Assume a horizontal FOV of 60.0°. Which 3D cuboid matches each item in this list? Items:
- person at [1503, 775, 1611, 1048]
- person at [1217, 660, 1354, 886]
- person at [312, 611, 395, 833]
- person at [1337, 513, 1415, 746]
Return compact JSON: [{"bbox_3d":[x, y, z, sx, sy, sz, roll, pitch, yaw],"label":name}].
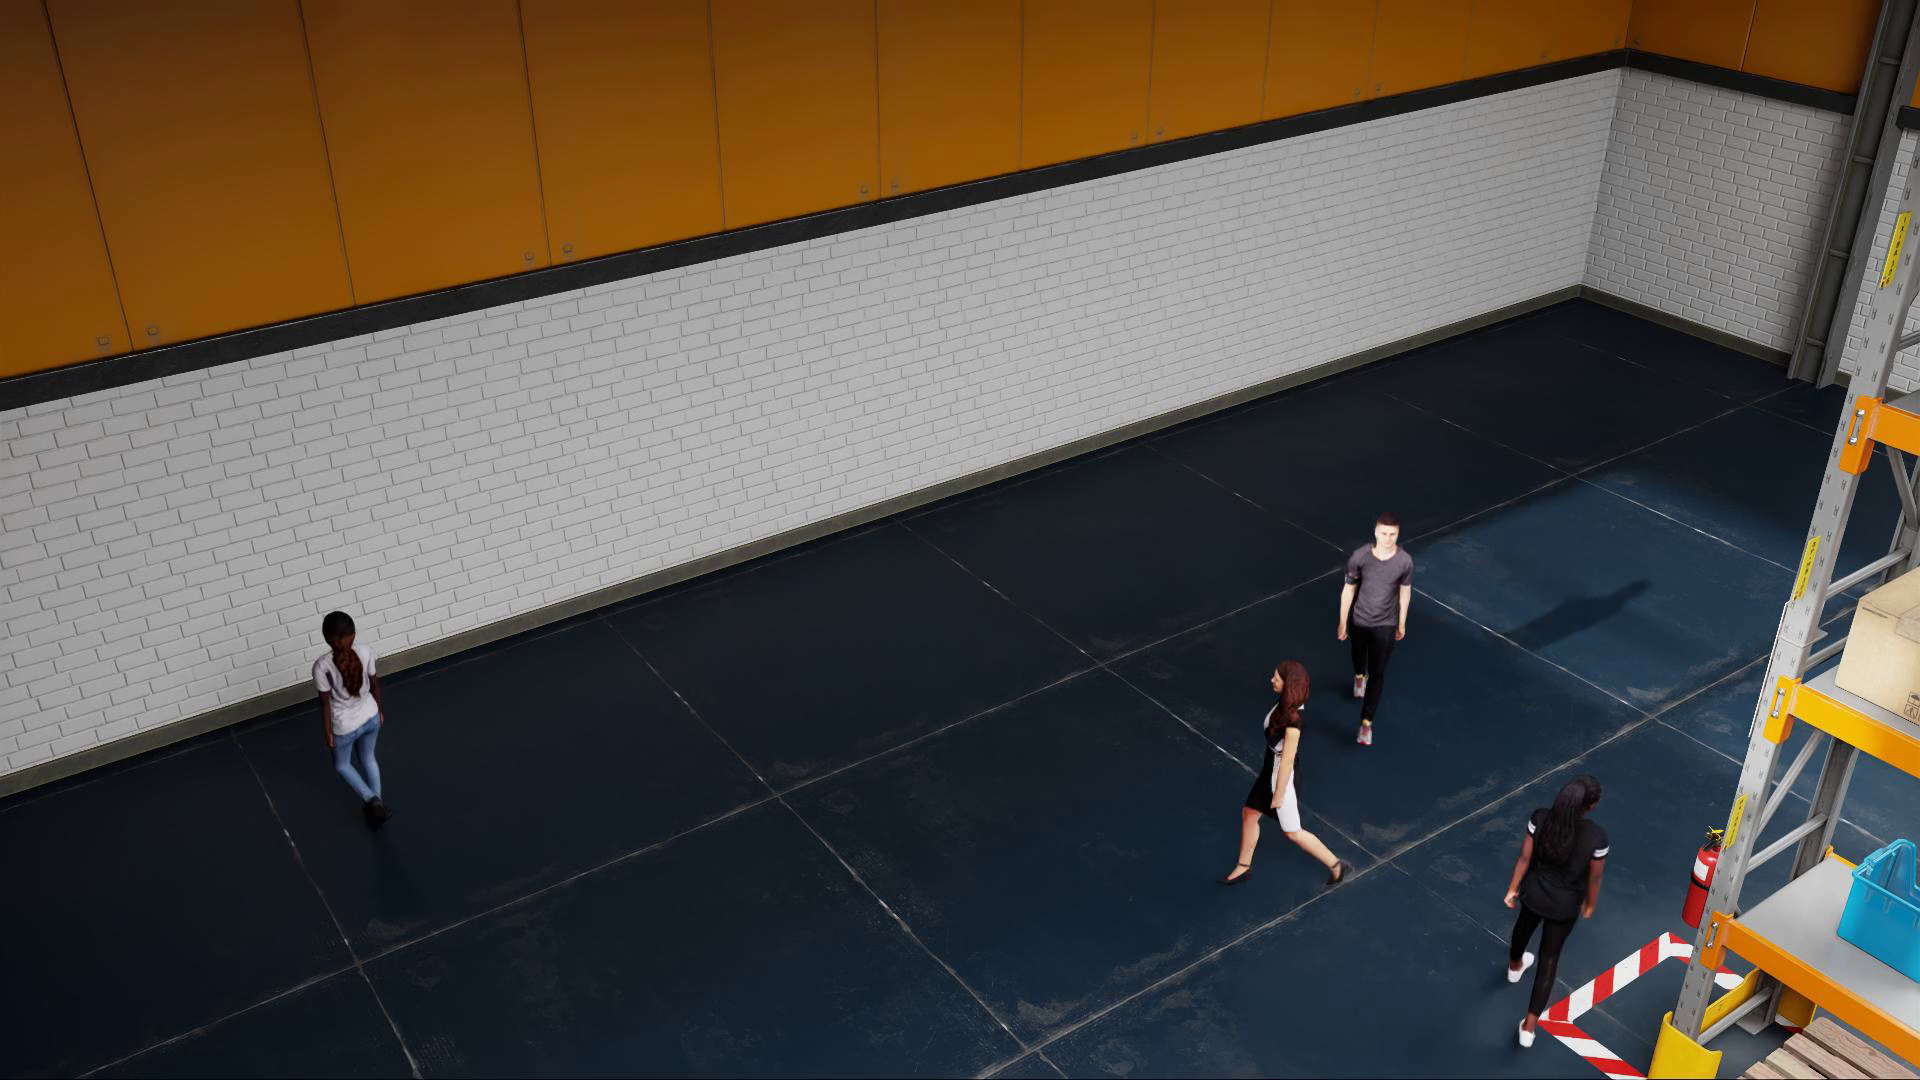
[{"bbox_3d":[3.412,2.135,9.583,1.093,1.705,0.929,17,33,28],"label":"person"},{"bbox_3d":[2.133,1.556,10.582,1.093,1.765,1.085,2,29,4],"label":"person"},{"bbox_3d":[-4.031,1.266,11.172,0.795,1.708,0.677,24,37,37],"label":"person"},{"bbox_3d":[3.089,0.569,12.437,1.191,1.720,1.183,7,29,13],"label":"person"}]
